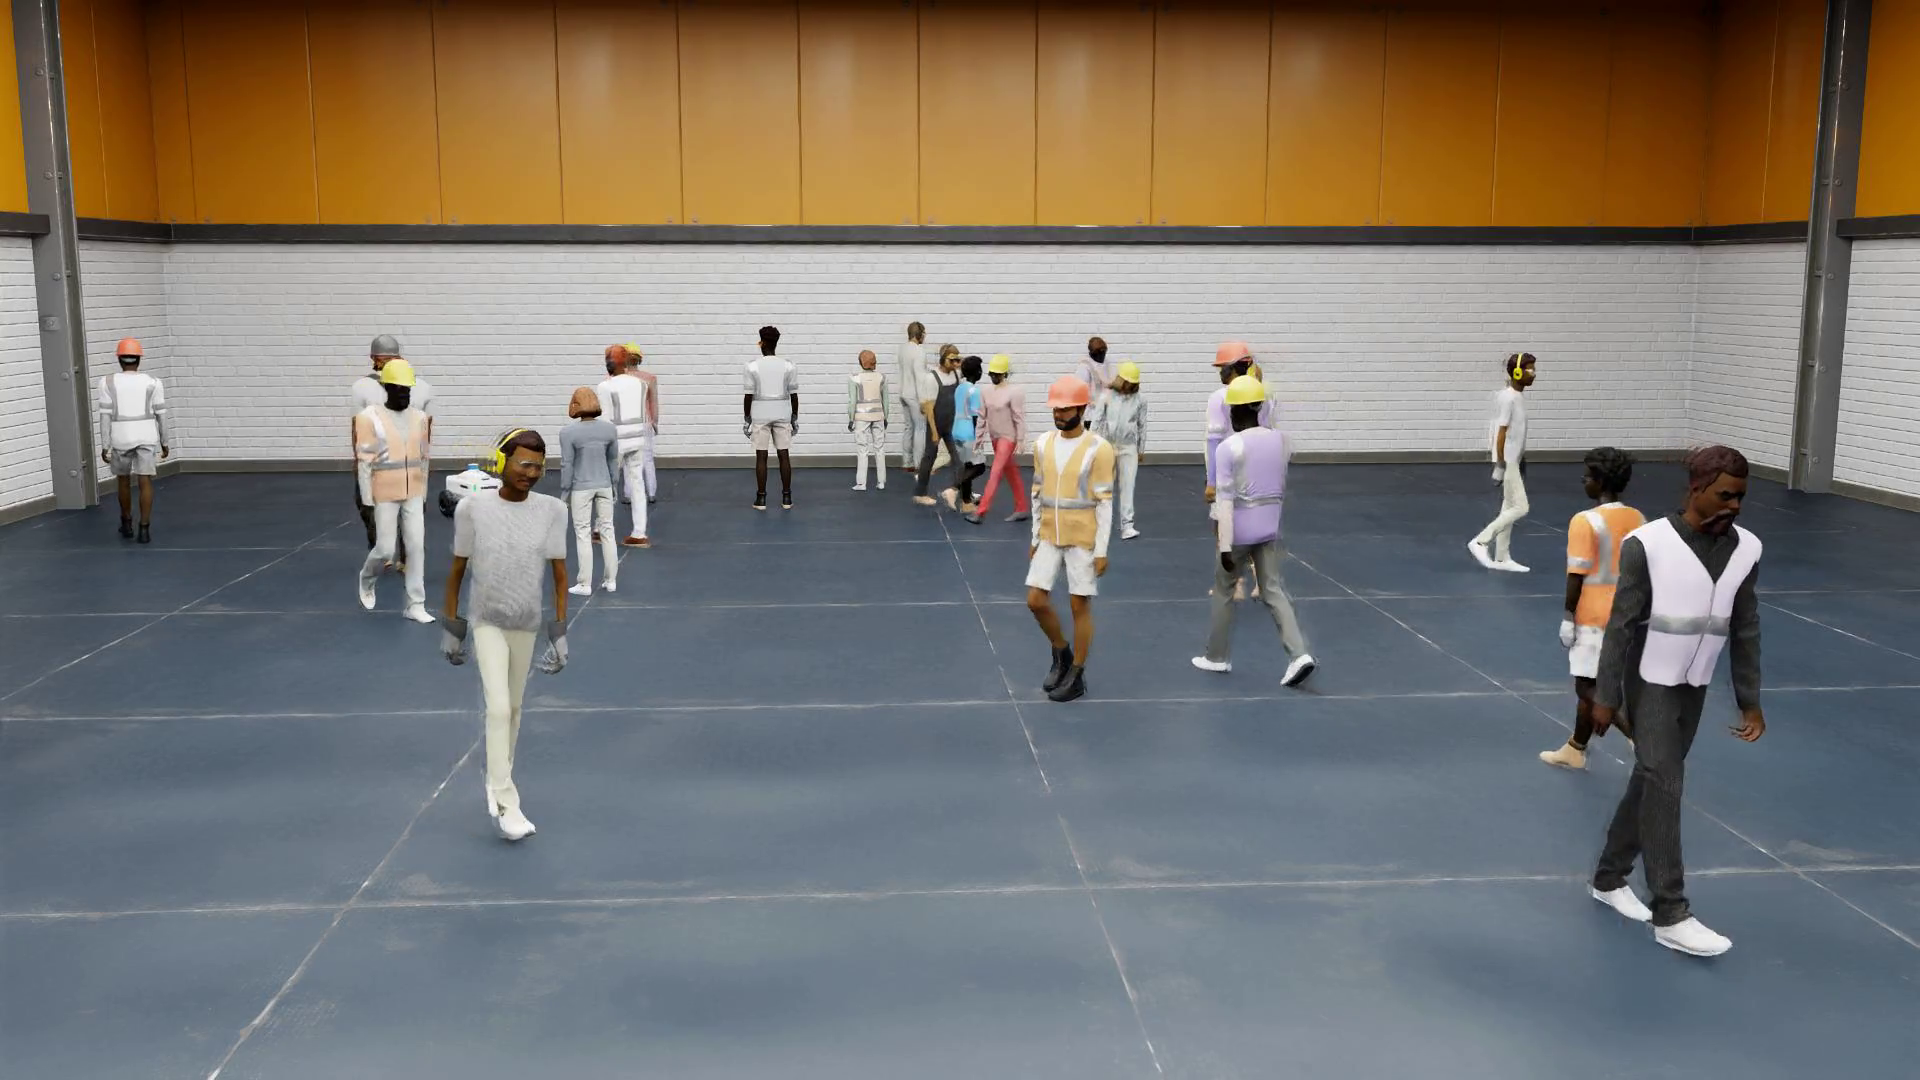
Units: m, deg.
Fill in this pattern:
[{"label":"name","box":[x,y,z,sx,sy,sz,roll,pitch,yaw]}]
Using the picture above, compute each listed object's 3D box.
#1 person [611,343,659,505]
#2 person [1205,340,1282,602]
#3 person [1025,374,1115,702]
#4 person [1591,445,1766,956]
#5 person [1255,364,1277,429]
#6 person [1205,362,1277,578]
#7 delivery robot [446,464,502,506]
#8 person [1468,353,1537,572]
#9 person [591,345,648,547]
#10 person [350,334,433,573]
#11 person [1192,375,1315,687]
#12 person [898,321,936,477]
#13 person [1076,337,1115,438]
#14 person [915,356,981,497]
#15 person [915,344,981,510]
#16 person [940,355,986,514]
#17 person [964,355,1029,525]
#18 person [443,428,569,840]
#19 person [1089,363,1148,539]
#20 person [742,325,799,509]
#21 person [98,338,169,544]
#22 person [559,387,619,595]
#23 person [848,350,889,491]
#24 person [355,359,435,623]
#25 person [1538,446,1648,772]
[{"label":"person","box":[-3.560,-1.269,18.189,0.533,1.767,0.326,-4,10,-25]},{"label":"person","box":[2.129,-0.493,12.533,0.646,2.017,0.683,-8,12,-40]},{"label":"person","box":[0.626,-0.003,9.726,0.567,1.926,0.400,6,11,35]},{"label":"person","box":[2.749,0.581,6.253,0.633,1.875,0.828,-4,10,-23]},{"label":"person","box":[2.846,-0.900,16.266,0.522,1.638,0.311,-1,9,-9]},{"label":"person","box":[2.315,-0.593,13.727,0.591,1.834,0.404,1,9,8]},{"label":"delivery robot","box":[-5.004,-0.544,17.133,0.477,0.478,0.707,-8,12,-41]},{"label":"person","box":[4.627,-0.645,13.985,0.432,1.858,0.509,4,10,25]},{"label":"person","box":[-3.180,-0.863,15.366,0.780,1.860,0.580,8,12,43]},{"label":"person","box":[-4.755,-0.719,13.875,0.700,2.000,0.562,-8,12,-40]},{"label":"person","box":[1.802,-0.060,10.188,0.584,1.897,0.914,-5,10,-28]},{"label":"person","box":[-0.561,-1.757,20.733,0.398,1.931,0.649,-4,10,-24]},{"label":"person","box":[1.571,-1.450,19.229,0.471,1.803,0.703,6,11,35]},{"label":"person","box":[-0.133,-1.273,18.712,0.673,1.608,0.509,3,9,16]},{"label":"person","box":[-0.159,-1.208,17.781,0.544,1.776,1.000,-8,12,-40]},{"label":"person","box":[0.042,-1.072,17.207,0.487,1.683,0.540,-4,10,-24]},{"label":"person","box":[0.375,-0.988,16.582,0.891,1.702,0.531,-7,11,-36]},{"label":"person","box":[-2.020,0.409,7.479,0.544,1.814,0.864,-5,10,-28]},{"label":"person","box":[1.486,-0.865,15.932,0.613,1.670,0.874,0,9,1]},{"label":"person","box":[-2.022,-1.306,17.783,0.614,1.965,0.361,-3,9,-16]},{"label":"person","box":[-7.795,-0.945,15.709,0.580,1.901,0.880,-5,10,-28]},{"label":"person","box":[-2.903,-0.384,13.041,0.497,1.634,0.287,-8,12,-40]},{"label":"person","box":[-1.057,-1.379,19.275,0.511,1.641,0.308,-4,10,-25]},{"label":"person","box":[-4.103,-0.355,12.011,0.664,1.907,0.604,7,12,39]},{"label":"person","box":[3.189,0.379,8.112,0.535,1.673,0.724,-7,11,-36]}]
